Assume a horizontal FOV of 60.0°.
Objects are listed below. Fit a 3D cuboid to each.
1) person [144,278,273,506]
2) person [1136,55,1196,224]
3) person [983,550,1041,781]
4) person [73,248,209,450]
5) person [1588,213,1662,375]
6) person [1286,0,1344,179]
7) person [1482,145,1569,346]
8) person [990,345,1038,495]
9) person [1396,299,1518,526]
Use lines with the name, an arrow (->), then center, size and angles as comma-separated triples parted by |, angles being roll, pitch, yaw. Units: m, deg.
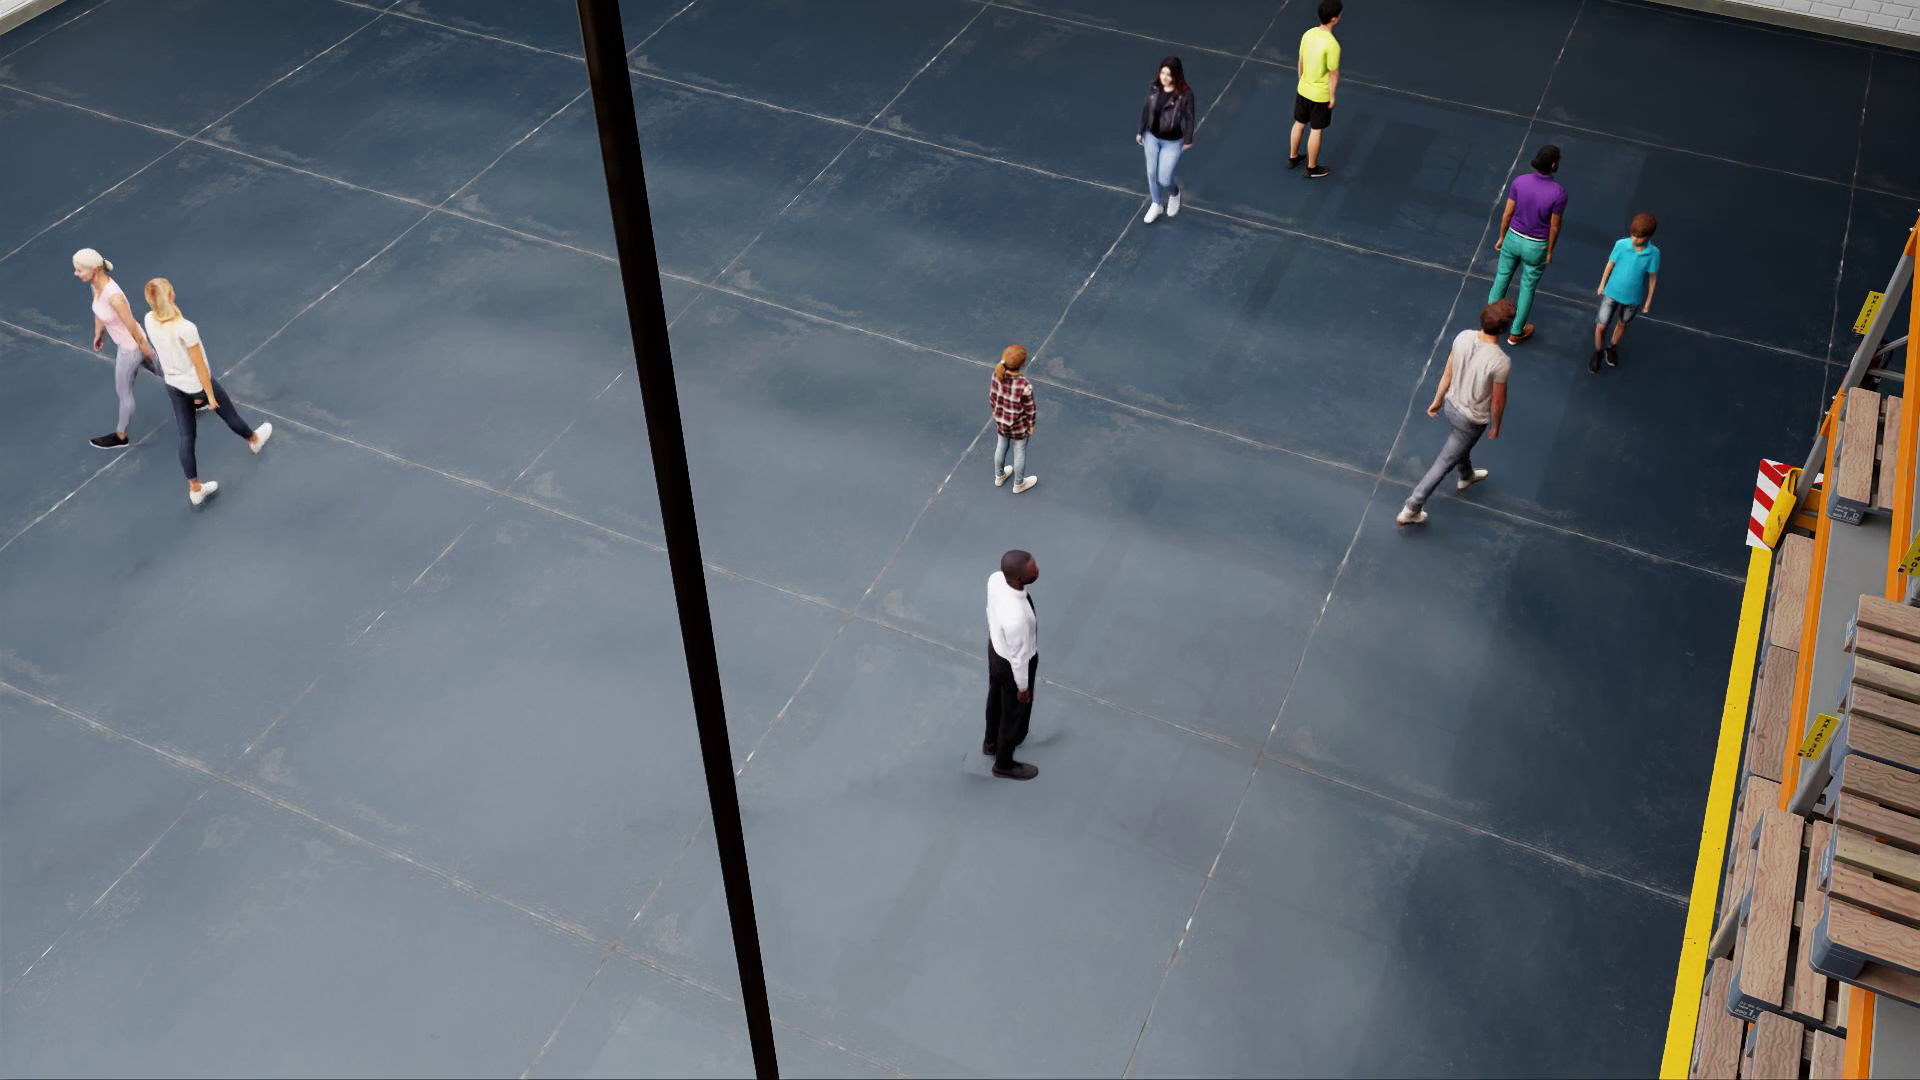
person -> -5.633, -1.049, 12.078 | 0.722, 1.760, 1.193 | 11, 45, 11
person -> 1.868, -3.607, 14.863 | 0.703, 1.624, 0.712 | 28, 50, 26
person -> 0.298, 0.744, 10.143 | 0.775, 1.835, 0.692 | -11, 45, -11
person -> -6.219, -1.523, 12.640 | 1.188, 1.673, 0.930 | -26, 50, -25
person -> 5.342, -2.044, 13.360 | 0.579, 1.434, 0.647 | 11, 45, 11
person -> 3.298, -4.186, 15.410 | 0.716, 1.708, 0.706 | -24, 49, -23
person -> 4.587, -2.393, 13.484 | 0.666, 1.767, 0.616 | 27, 50, 26
person -> 0.386, -0.899, 12.254 | 0.569, 1.302, 0.561 | 26, 49, 25
person -> 3.529, -0.851, 11.811 | 1.301, 1.843, 1.108 | -23, 48, -22
